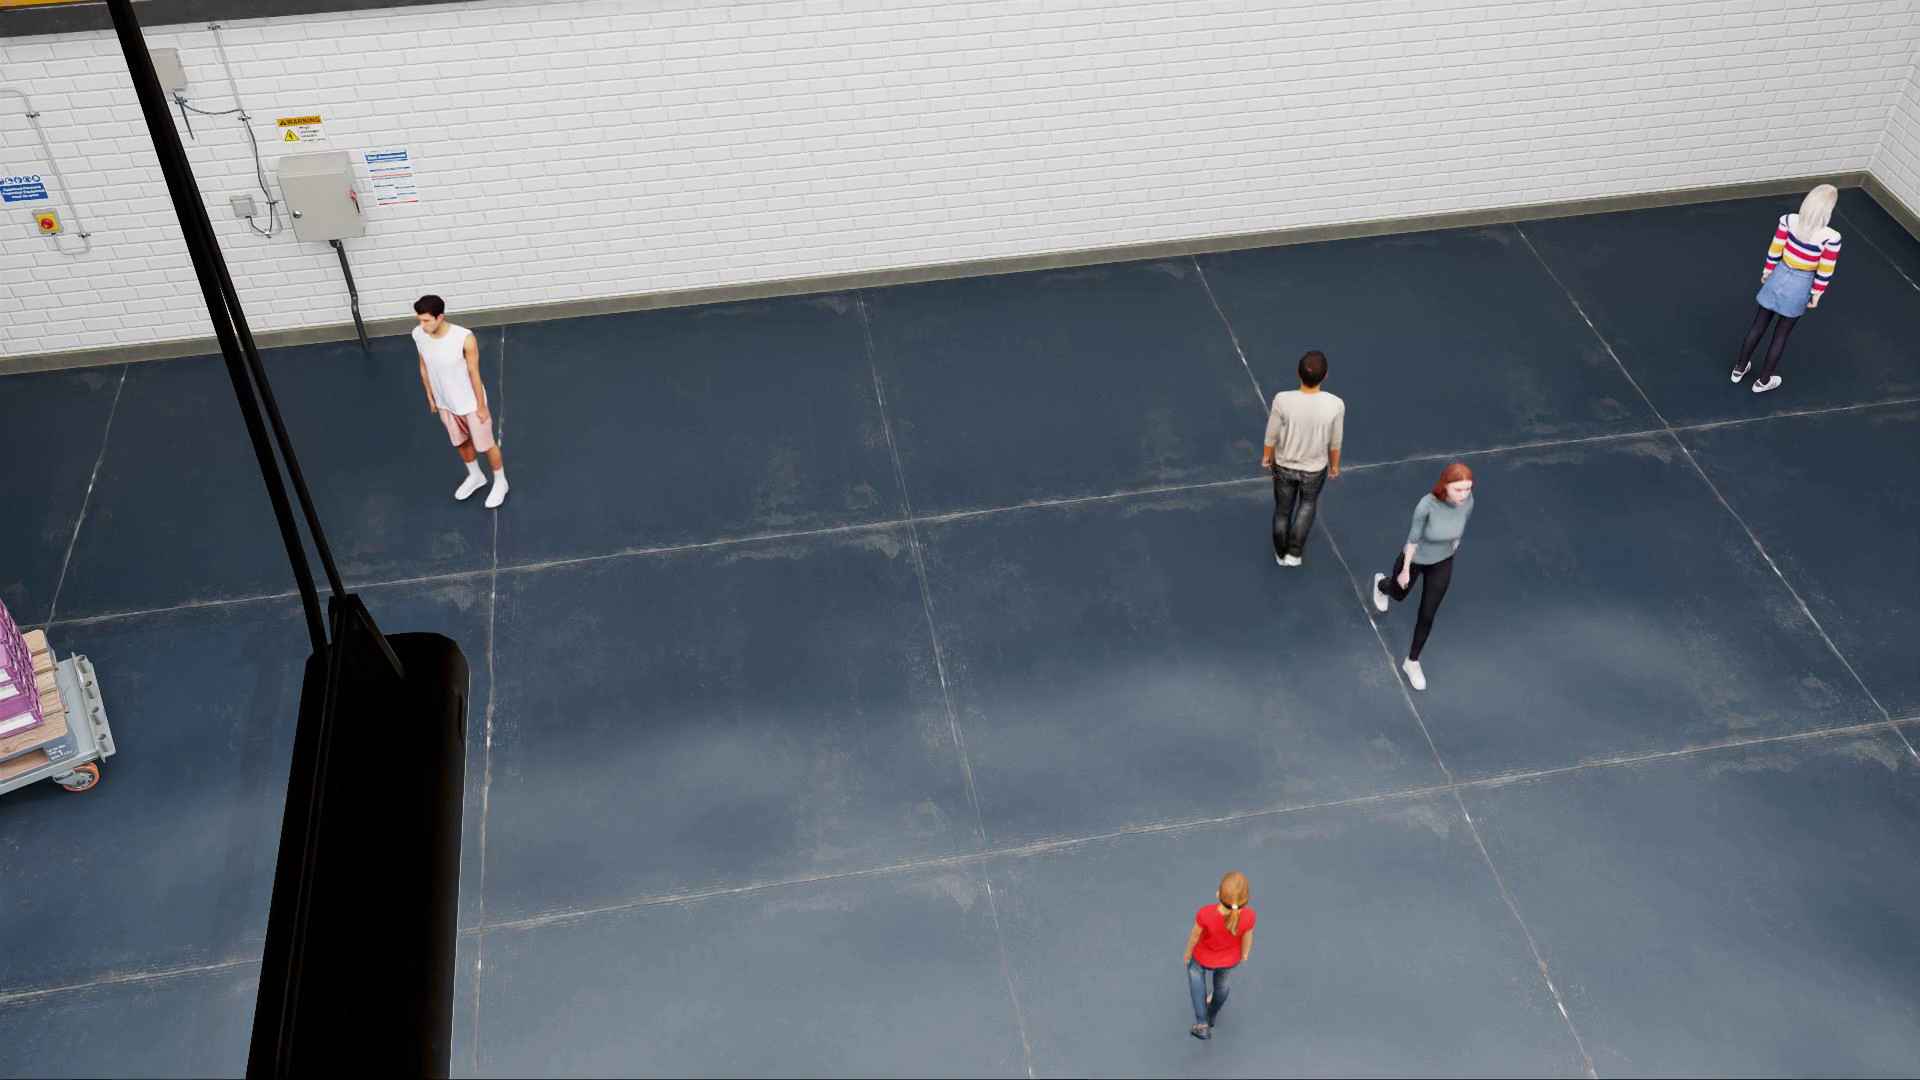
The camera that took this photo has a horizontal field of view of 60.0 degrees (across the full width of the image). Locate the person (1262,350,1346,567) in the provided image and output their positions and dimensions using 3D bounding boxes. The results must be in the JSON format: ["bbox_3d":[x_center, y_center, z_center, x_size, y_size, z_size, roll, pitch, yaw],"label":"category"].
[{"bbox_3d":[2.289,-0.465,11.188,0.789,1.807,0.805,7,44,8],"label":"person"}]

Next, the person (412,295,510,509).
[{"bbox_3d":[-3.527,-1.015,11.785,0.737,1.780,0.741,13,45,13],"label":"person"}]

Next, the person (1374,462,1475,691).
[{"bbox_3d":[2.938,0.109,10.654,0.588,1.713,1.104,-6,44,-6],"label":"person"}]

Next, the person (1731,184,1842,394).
[{"bbox_3d":[6.338,-1.933,12.727,0.785,1.809,0.650,-30,51,-28],"label":"person"}]

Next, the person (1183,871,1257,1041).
[{"bbox_3d":[1.355,2.227,8.732,0.547,1.297,0.645,1,44,1],"label":"person"}]
